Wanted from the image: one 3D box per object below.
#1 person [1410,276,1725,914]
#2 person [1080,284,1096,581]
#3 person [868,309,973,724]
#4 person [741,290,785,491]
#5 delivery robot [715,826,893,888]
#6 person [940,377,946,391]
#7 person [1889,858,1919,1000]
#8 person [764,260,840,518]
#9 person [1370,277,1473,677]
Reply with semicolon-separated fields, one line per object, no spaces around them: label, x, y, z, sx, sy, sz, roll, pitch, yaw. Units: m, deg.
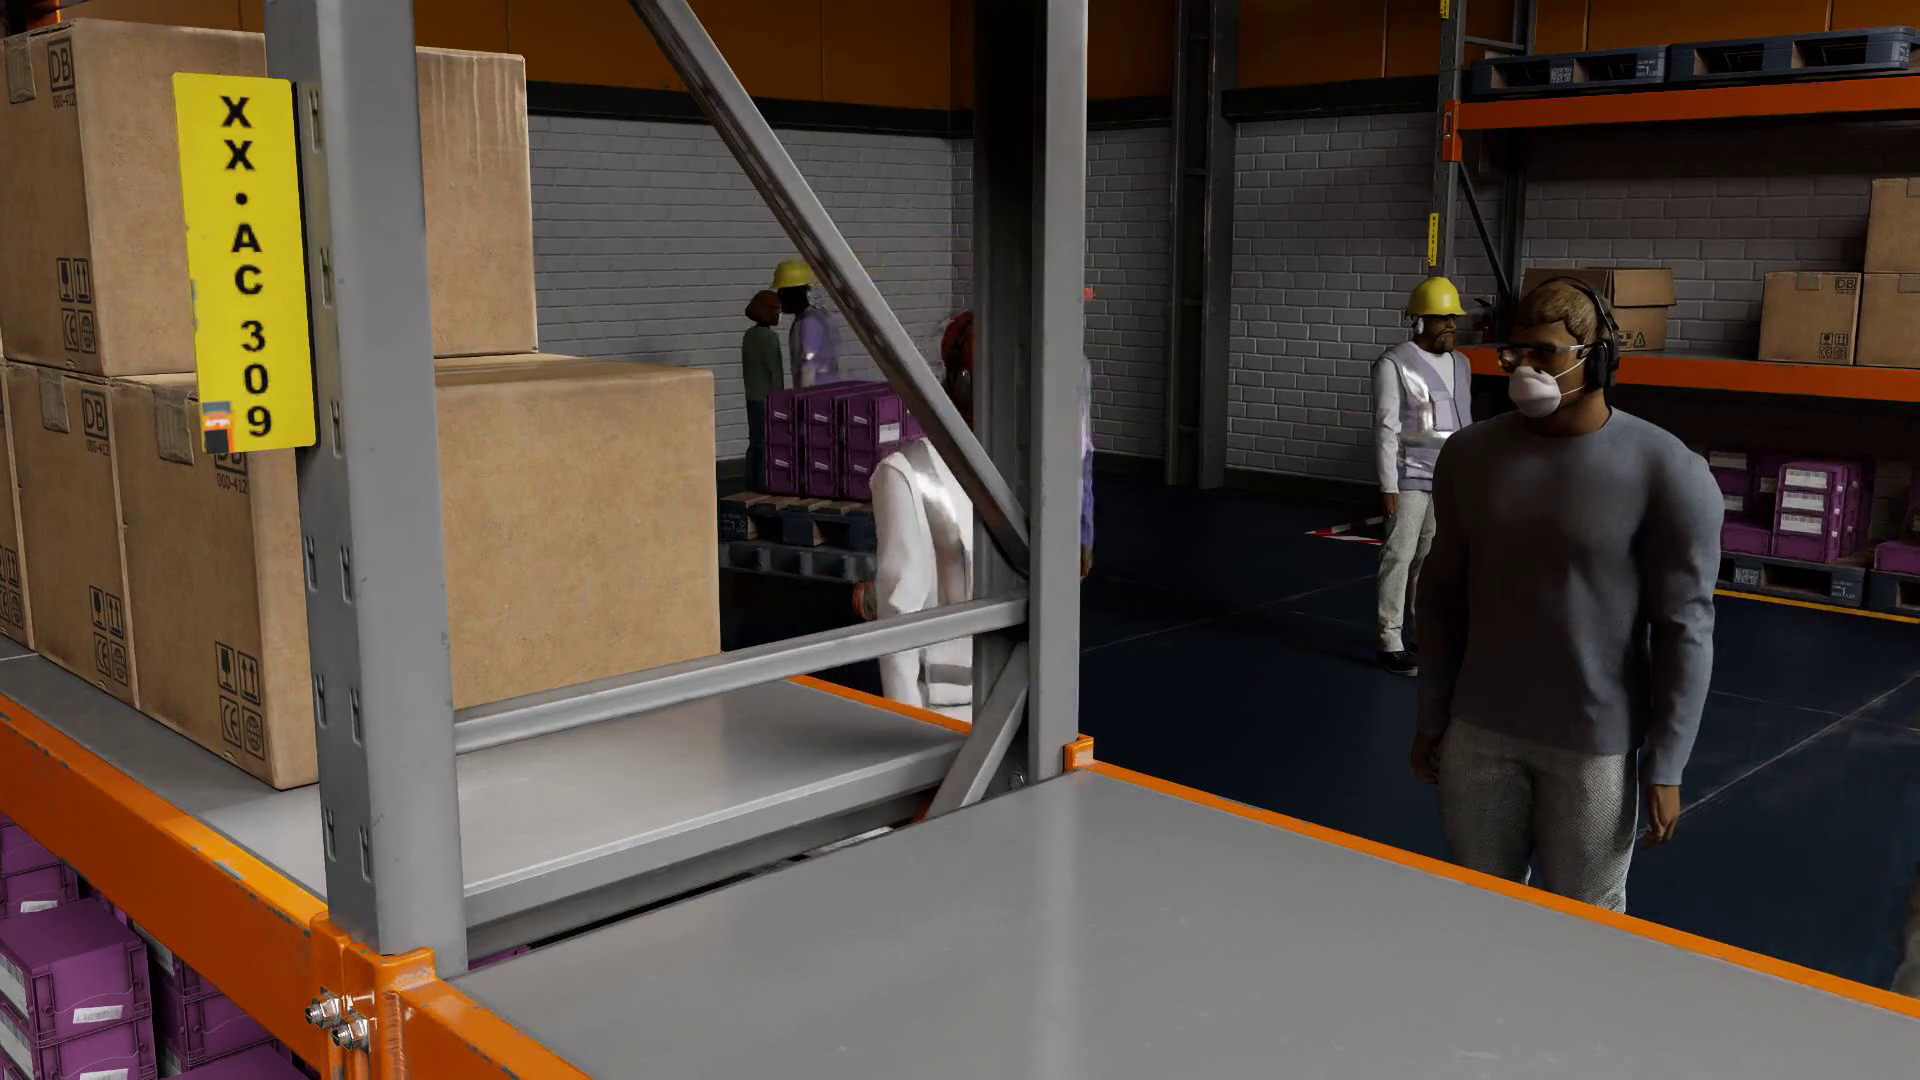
person;1.239;0.420;3.530;0.355;1.938;0.636;-9;14;-42
person;0.211;-0.036;5.833;0.867;2.018;0.616;8;13;38
person;-0.009;0.374;4.002;0.578;1.861;0.871;-8;13;-38
person;-1.395;-0.973;11.958;0.279;1.633;0.497;-7;12;-32
delivery robot;-0.482;0.846;4.727;0.707;0.478;0.477;7;12;33
person;0.159;-0.121;6.784;0.404;1.829;0.591;7;13;35
person;1.444;0.791;2.159;0.516;1.696;0.896;-8;13;-38
person;-1.024;-0.919;11.058;1.085;1.855;0.607;-2;11;-12
person;2.156;-0.293;7.710;0.587;1.833;0.404;-7;13;-35
